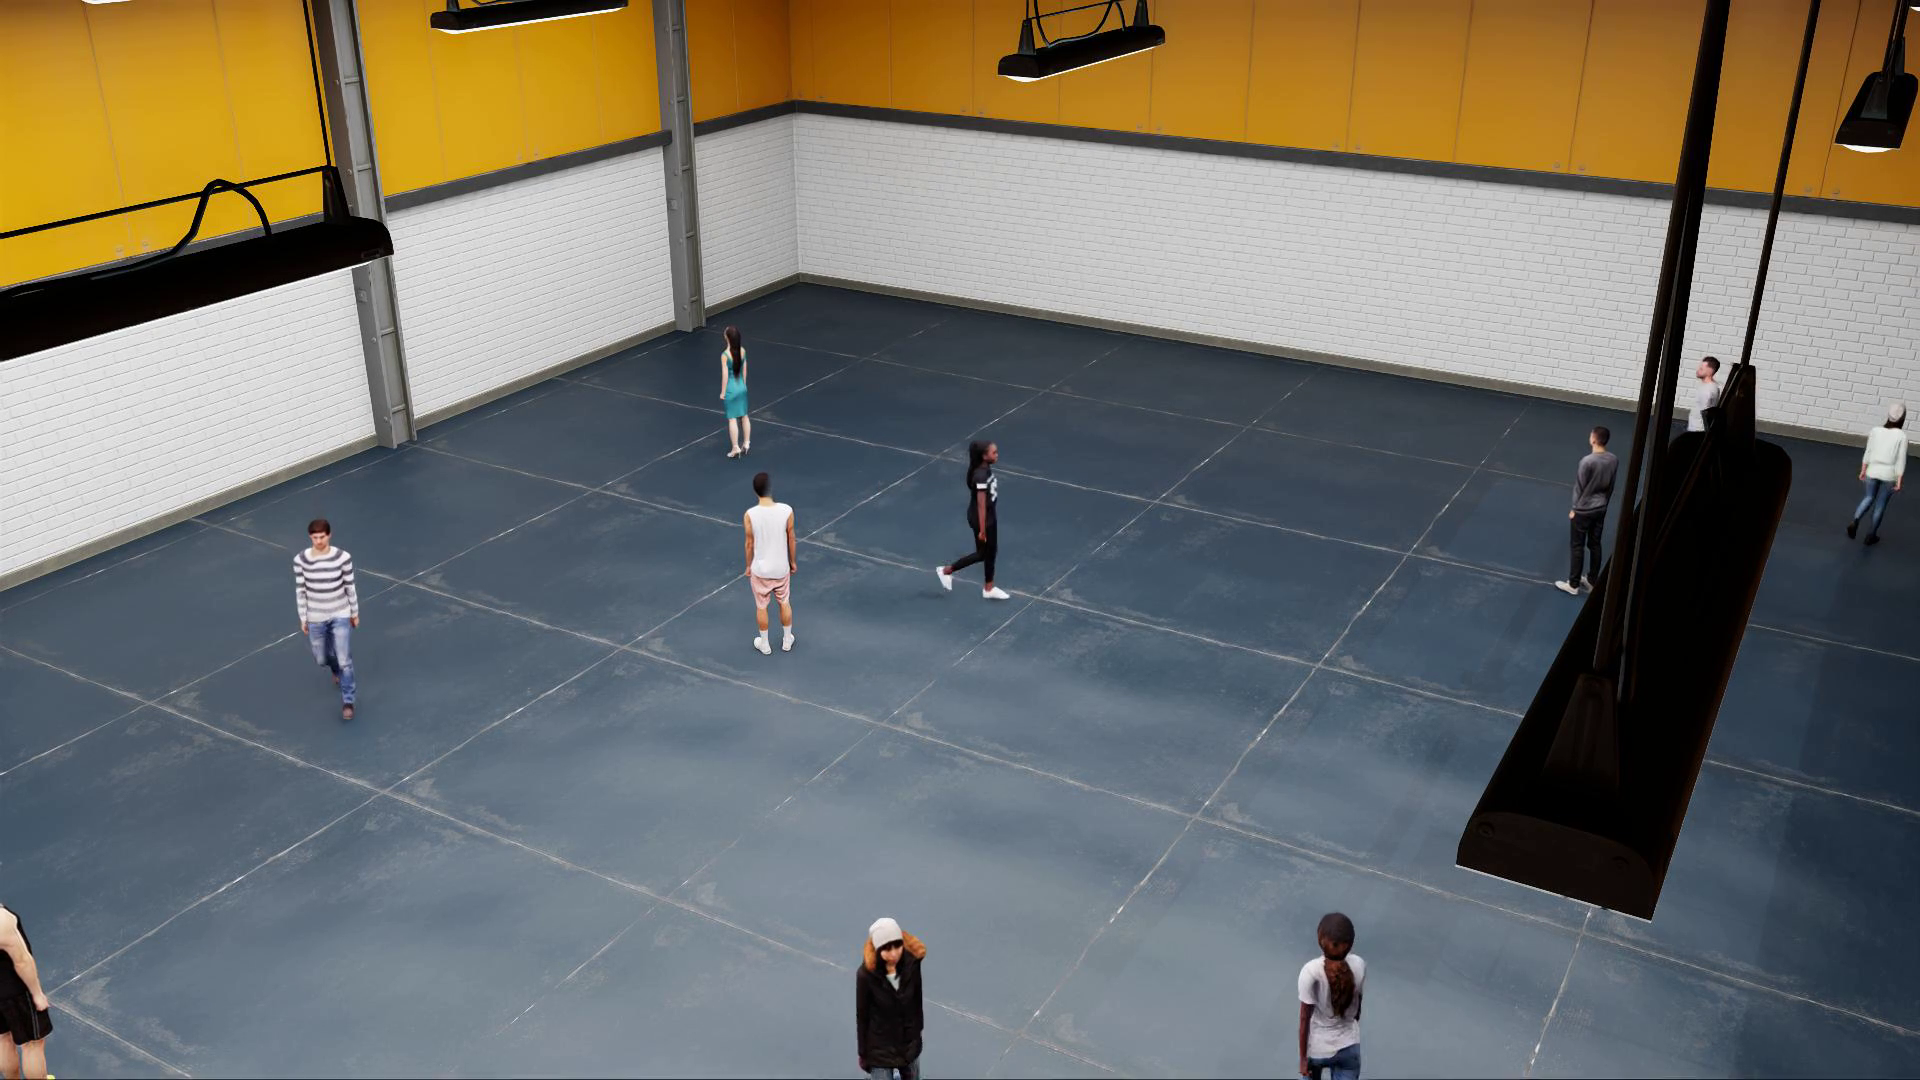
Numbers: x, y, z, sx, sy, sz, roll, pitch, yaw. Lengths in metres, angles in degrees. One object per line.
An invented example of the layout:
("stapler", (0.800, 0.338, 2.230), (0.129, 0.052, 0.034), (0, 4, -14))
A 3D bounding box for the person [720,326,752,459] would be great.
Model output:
("person", (-2.784, -1.840, 20.588), (0.654, 1.685, 0.493), (20, 30, 38))

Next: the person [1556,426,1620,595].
("person", (6.445, -0.311, 16.998), (0.663, 1.758, 0.753), (-9, 25, -21))

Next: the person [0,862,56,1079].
("person", (-5.744, 2.665, 10.026), (0.713, 1.890, 0.590), (10, 26, 22))

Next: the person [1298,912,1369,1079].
("person", (2.155, 3.000, 9.540), (1.058, 1.665, 1.204), (-5, 24, -11))

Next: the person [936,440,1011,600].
("person", (0.143, -0.191, 16.782), (0.907, 1.712, 1.006), (3, 24, 7))

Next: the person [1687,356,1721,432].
("person", (8.511, -1.202, 18.957), (0.805, 1.823, 0.618), (17, 29, 33))

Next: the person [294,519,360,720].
("person", (-5.581, 0.640, 14.737), (1.019, 1.827, 1.117), (-4, 24, -10))

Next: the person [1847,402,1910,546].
("person", (9.958, -0.693, 18.023), (0.877, 1.638, 0.757), (-16, 28, -32))

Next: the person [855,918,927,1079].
("person", (-0.438, 2.900, 9.822), (0.843, 1.622, 0.887), (-11, 26, -23))

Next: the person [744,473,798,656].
("person", (-1.802, 0.229, 15.730), (0.713, 1.784, 0.785), (-7, 25, -16))
